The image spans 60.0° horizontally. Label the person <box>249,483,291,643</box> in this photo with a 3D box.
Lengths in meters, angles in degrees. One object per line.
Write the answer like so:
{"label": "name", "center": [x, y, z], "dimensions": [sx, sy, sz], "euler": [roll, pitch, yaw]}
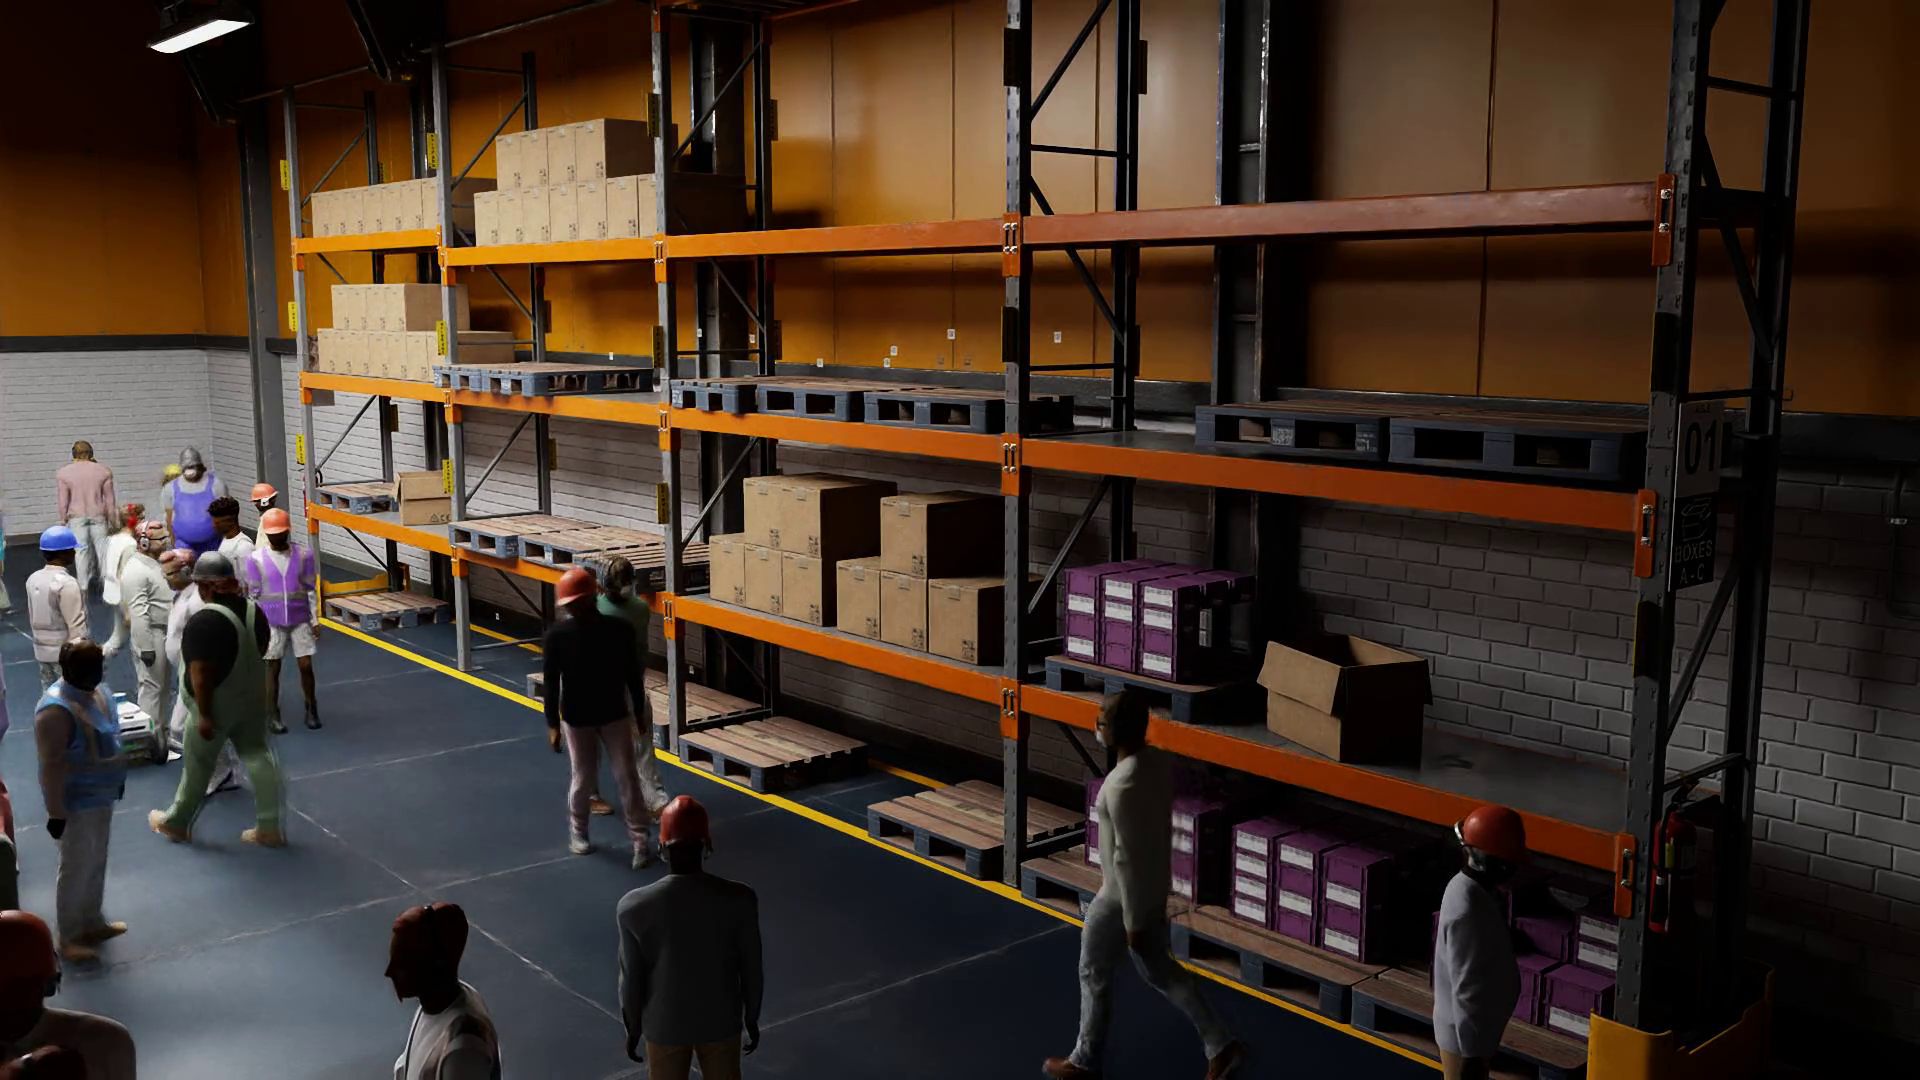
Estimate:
{"label": "person", "center": [-7.274, 0.267, 17.535], "dimensions": [0.354, 1.737, 0.577], "euler": [-2, 8, -13]}

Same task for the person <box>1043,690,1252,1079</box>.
{"label": "person", "center": [0.859, 1.619, 7.584], "dimensions": [0.908, 1.909, 0.632], "euler": [4, 9, 26]}

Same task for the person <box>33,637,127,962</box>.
{"label": "person", "center": [-4.854, 1.419, 9.268], "dimensions": [0.432, 1.826, 0.729], "euler": [-1, 8, -4]}

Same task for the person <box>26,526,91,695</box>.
{"label": "person", "center": [-6.830, 0.861, 12.676], "dimensions": [0.603, 1.949, 0.389], "euler": [5, 10, 32]}

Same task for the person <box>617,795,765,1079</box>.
{"label": "person", "center": [-1.041, 1.851, 6.473], "dimensions": [0.562, 1.752, 0.324], "euler": [-2, 8, -13]}

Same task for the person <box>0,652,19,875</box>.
{"label": "person", "center": [-6.203, 1.191, 10.463], "dimensions": [0.382, 1.924, 0.594], "euler": [-6, 10, -35]}

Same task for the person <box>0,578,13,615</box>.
{"label": "person", "center": [-11.290, 0.082, 18.968], "dimensions": [0.590, 1.690, 0.920], "euler": [3, 9, 22]}

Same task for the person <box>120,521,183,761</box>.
{"label": "person", "center": [-6.403, 0.794, 13.287], "dimensions": [0.410, 1.909, 0.643], "euler": [-1, 8, -9]}

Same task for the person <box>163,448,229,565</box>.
{"label": "person", "center": [-8.647, -0.075, 18.866], "dimensions": [0.684, 2.000, 1.013], "euler": [-3, 9, -22]}

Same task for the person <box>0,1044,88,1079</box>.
{"label": "person", "center": [-2.189, 2.135, 4.190], "dimensions": [0.681, 1.854, 0.644], "euler": [-5, 10, -31]}

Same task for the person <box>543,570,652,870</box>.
{"label": "person", "center": [-2.366, 1.141, 10.810], "dimensions": [0.648, 1.942, 0.685], "euler": [-3, 9, -17]}

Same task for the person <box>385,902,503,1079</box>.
{"label": "person", "center": [-1.529, 1.997, 5.039], "dimensions": [0.341, 1.876, 0.577], "euler": [-4, 9, -24]}

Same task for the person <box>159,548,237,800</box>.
{"label": "person", "center": [-5.534, 0.981, 12.101], "dimensions": [0.507, 1.872, 0.756], "euler": [-6, 10, -34]}

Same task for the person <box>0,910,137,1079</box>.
{"label": "person", "center": [-2.627, 1.993, 4.703], "dimensions": [0.621, 1.987, 0.410], "euler": [-3, 9, -20]}

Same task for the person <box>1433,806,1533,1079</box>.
{"label": "person", "center": [1.994, 1.867, 6.397], "dimensions": [0.338, 1.742, 0.563], "euler": [3, 9, 19]}

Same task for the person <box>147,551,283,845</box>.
{"label": "person", "center": [-4.996, 1.035, 11.153], "dimensions": [1.008, 2.000, 0.695], "euler": [3, 9, 20]}

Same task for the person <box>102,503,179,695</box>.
{"label": "person", "center": [-7.666, 0.573, 15.181], "dimensions": [0.848, 1.826, 0.577], "euler": [-6, 10, -35]}

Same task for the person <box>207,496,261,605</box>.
{"label": "person", "center": [-6.320, 0.590, 14.529], "dimensions": [0.387, 1.958, 0.600], "euler": [-7, 11, -39]}

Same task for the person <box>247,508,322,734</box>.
{"label": "person", "center": [-5.698, 0.680, 14.051], "dimensions": [0.562, 1.919, 0.392], "euler": [-4, 9, -26]}

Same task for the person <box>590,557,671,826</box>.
{"label": "person", "center": [-2.354, 1.059, 11.563], "dimensions": [1.010, 1.867, 0.620], "euler": [8, 11, 44]}

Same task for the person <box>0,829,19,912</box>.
{"label": "person", "center": [-3.996, 1.732, 6.622], "dimensions": [0.603, 1.949, 0.389], "euler": [4, 9, 24]}

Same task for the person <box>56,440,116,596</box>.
{"label": "person", "center": [-10.783, -0.266, 20.562], "dimensions": [0.634, 1.933, 0.352], "euler": [-5, 10, -33]}

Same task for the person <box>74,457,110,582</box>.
{"label": "person", "center": [-11.315, -0.318, 21.640], "dimensions": [0.492, 1.730, 0.323], "euler": [1, 8, 10]}
